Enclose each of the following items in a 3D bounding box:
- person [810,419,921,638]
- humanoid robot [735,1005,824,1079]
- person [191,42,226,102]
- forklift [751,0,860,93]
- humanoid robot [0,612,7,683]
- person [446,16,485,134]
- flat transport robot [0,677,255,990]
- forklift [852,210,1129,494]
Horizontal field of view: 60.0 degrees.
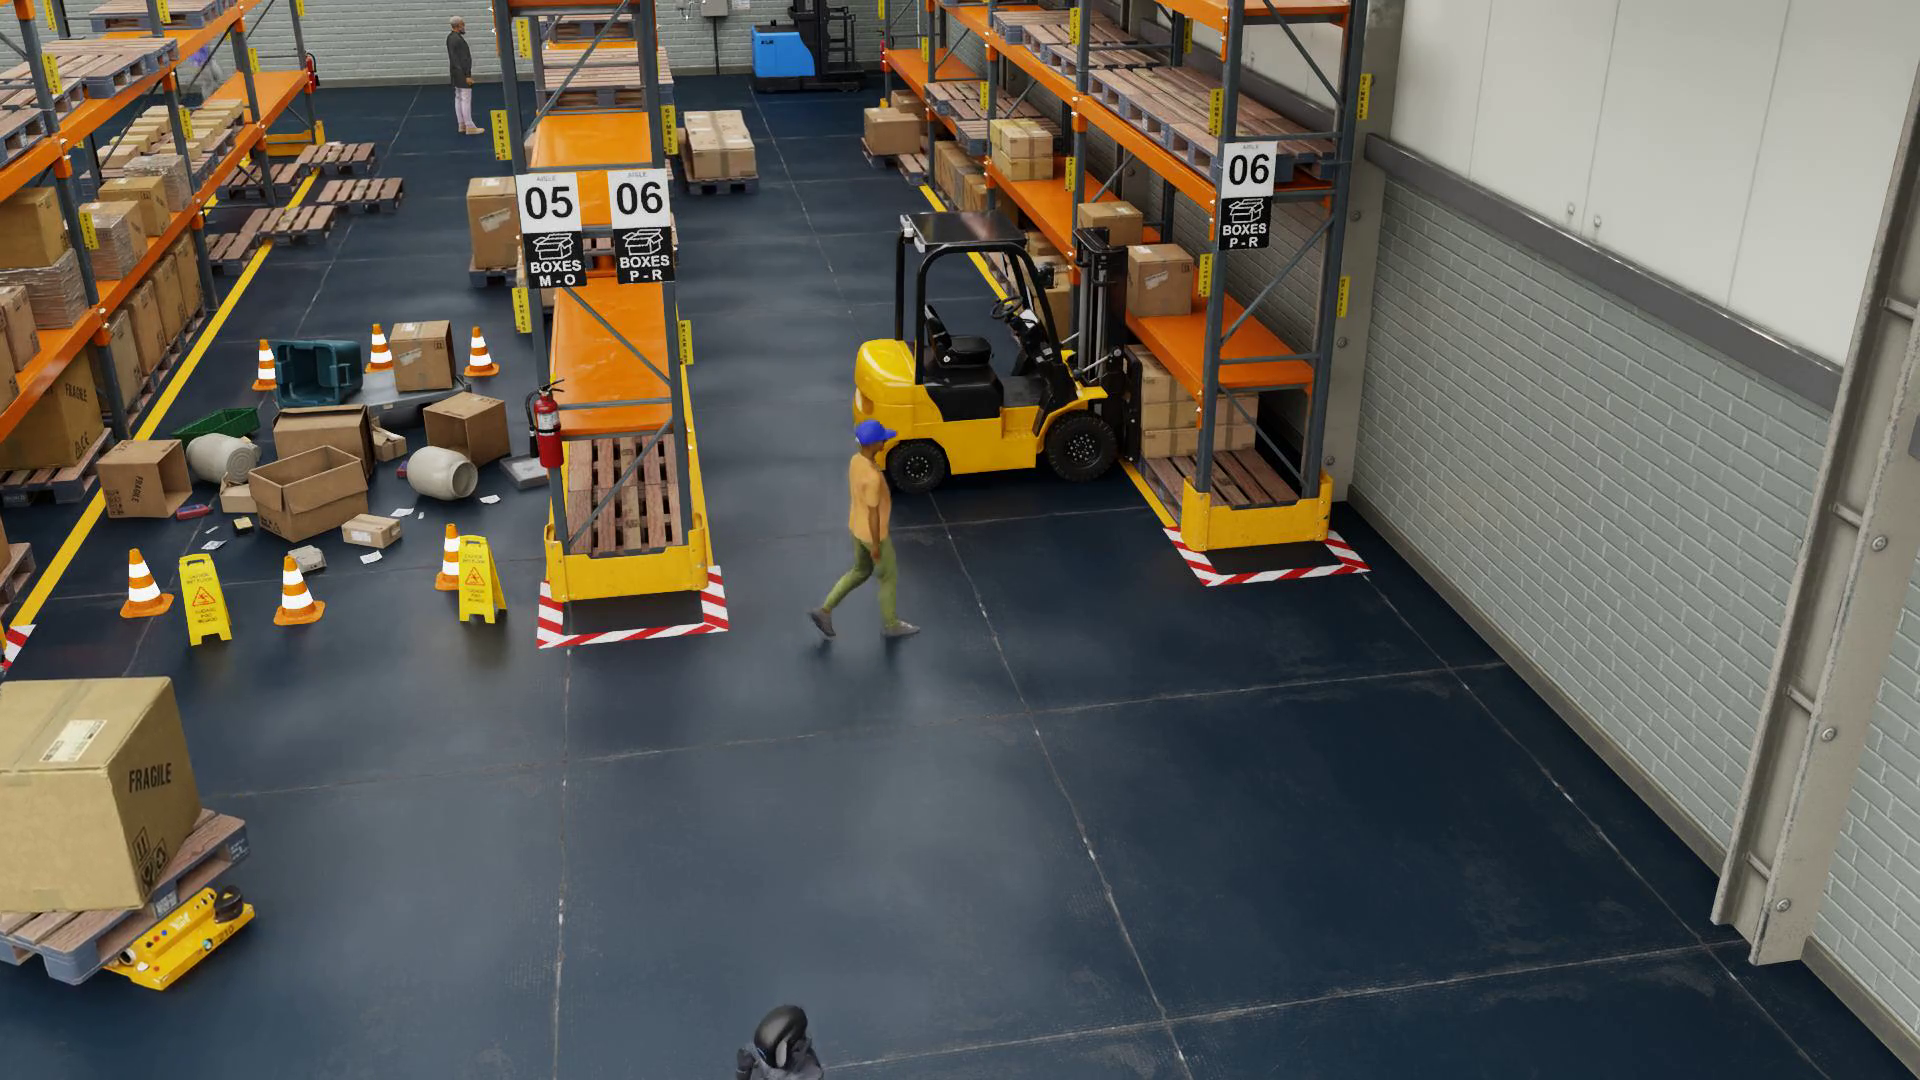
[{"bbox_3d":[-0.671,-0.050,11.589,0.724,1.695,0.443,-10,27,-20],"label":"person"},{"bbox_3d":[-0.613,2.413,6.534,0.609,1.661,0.583,16,30,29],"label":"humanoid robot"},{"bbox_3d":[-12.802,-8.090,28.225,0.480,1.780,0.623,0,26,0],"label":"person"},{"bbox_3d":[-2.872,-9.679,30.288,1.873,2.768,1.129,-5,26,-10],"label":"forklift"},{"bbox_3d":[-6.017,0.803,9.883,0.760,1.884,0.531,11,28,21],"label":"humanoid robot"},{"bbox_3d":[-8.098,-7.551,27.022,0.409,1.857,0.532,-18,31,-33],"label":"person"},{"bbox_3d":[-4.614,1.992,8.981,1.431,0.231,0.659,10,27,20],"label":"flat transport robot"},{"bbox_3d":[0.216,-1.659,14.366,2.313,2.155,1.214,-5,26,-10],"label":"forklift"}]
